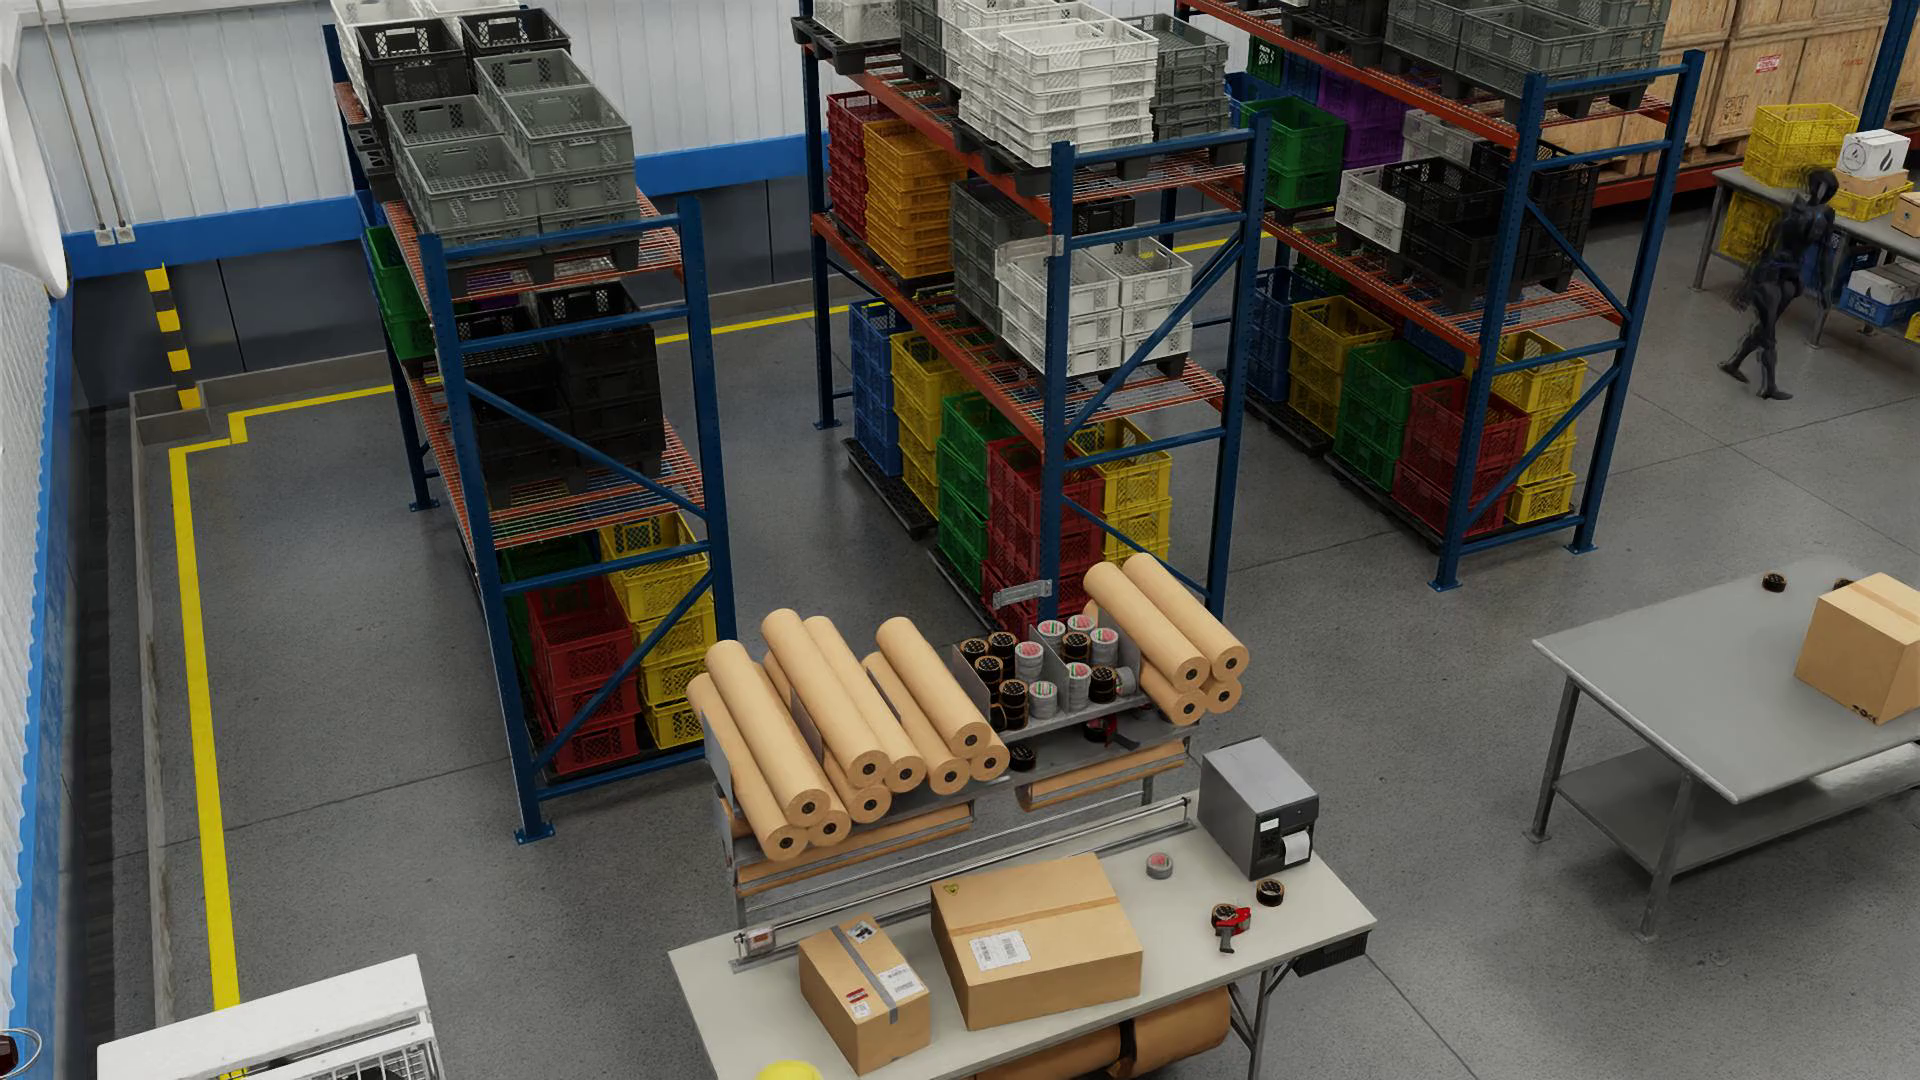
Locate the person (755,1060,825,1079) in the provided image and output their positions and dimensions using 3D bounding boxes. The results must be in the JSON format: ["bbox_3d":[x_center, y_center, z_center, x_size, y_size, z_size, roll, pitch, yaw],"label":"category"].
[{"bbox_3d":[-0.479,2.191,4.982,0.321,1.767,0.532,-4,32,-6],"label":"person"}]

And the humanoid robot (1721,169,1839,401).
[{"bbox_3d":[5.730,-1.767,11.535,0.596,1.627,0.755,-14,34,-22],"label":"humanoid robot"}]
